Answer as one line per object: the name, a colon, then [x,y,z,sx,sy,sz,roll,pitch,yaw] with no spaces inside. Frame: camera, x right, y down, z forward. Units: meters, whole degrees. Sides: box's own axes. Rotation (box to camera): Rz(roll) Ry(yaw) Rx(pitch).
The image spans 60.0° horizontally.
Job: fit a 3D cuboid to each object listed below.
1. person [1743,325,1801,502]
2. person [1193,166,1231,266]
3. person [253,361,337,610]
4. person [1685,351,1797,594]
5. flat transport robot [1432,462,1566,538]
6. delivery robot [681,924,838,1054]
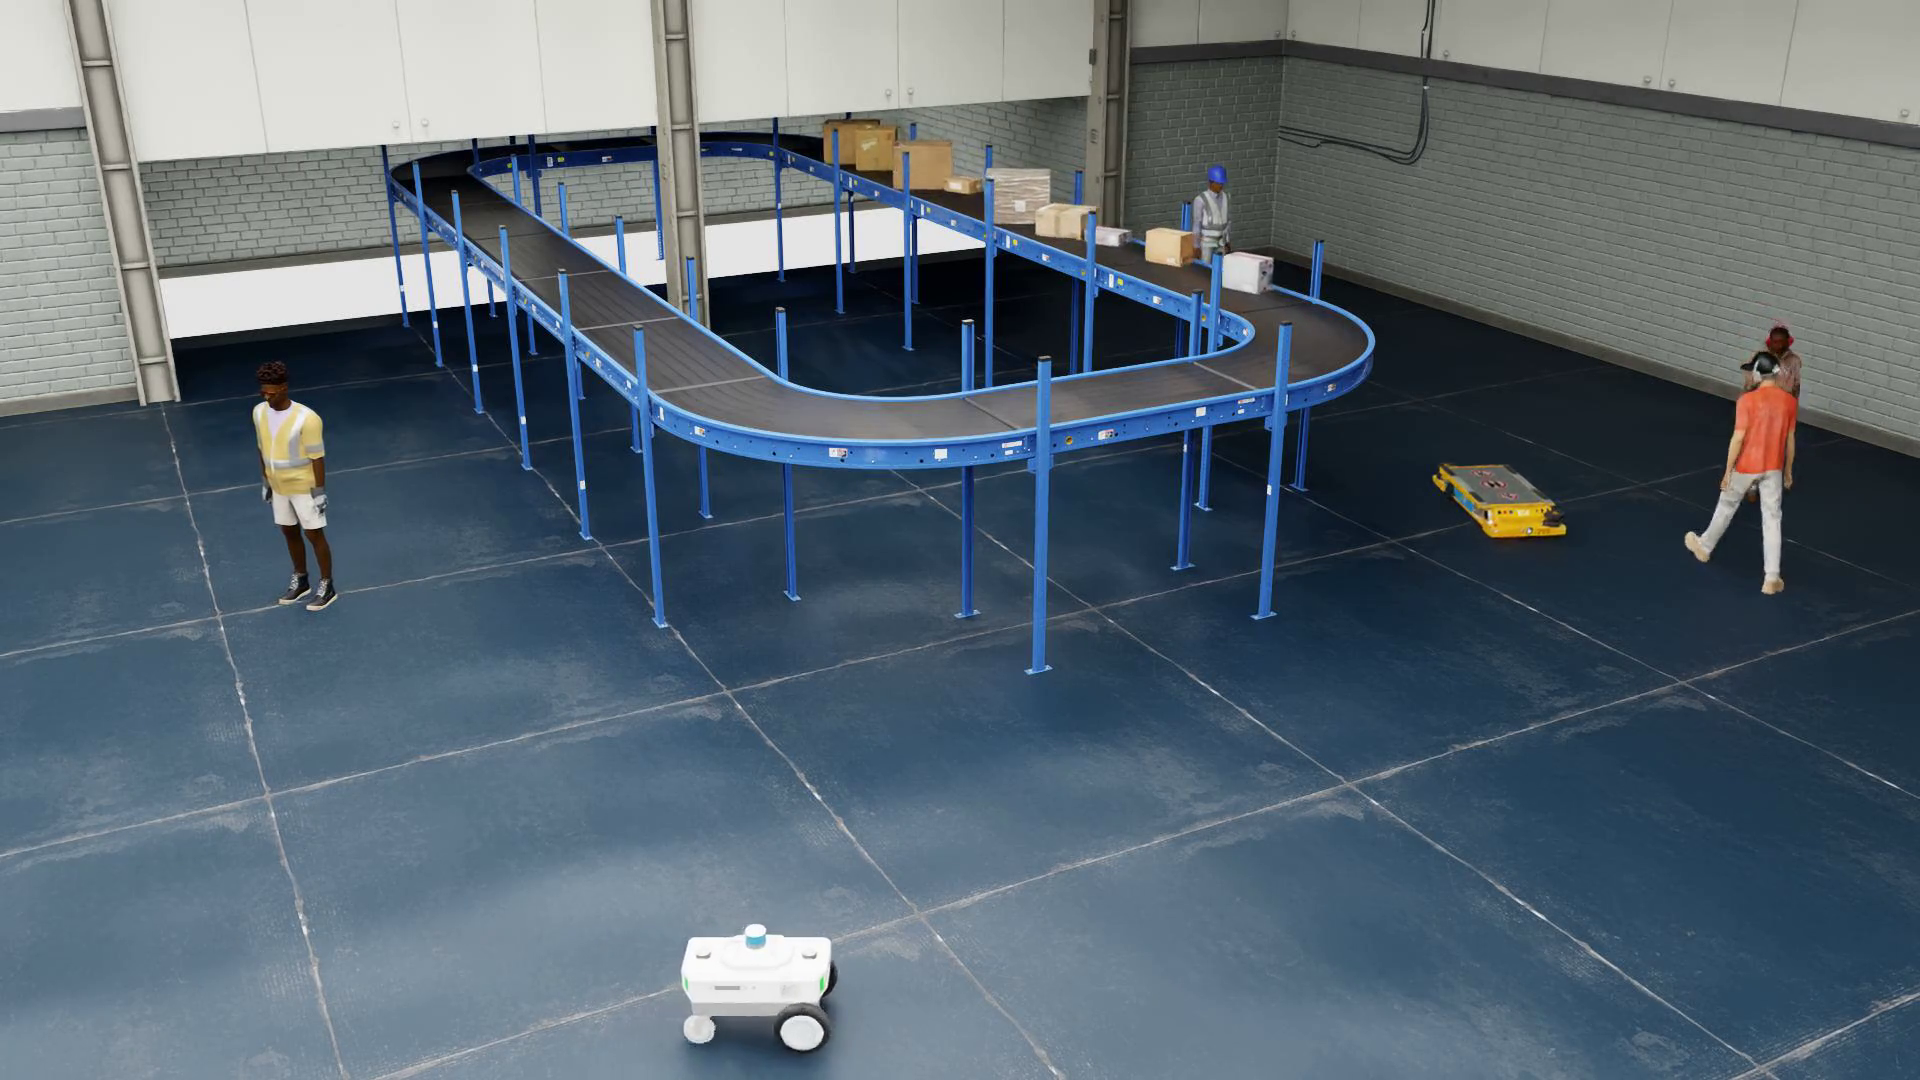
person: [7.195,-1.118,14.804,0.482,1.637,0.388,6,23,14]
person: [3.162,-3.732,20.887,0.616,1.933,0.416,-16,27,-35]
person: [-5.074,-0.421,12.669,0.602,1.958,0.377,9,24,21]
person: [6.312,-0.573,13.195,0.581,1.836,1.031,0,22,-1]
flat transport robot: [4.774,-0.367,14.782,0.659,0.231,1.431,-2,22,-5]
delivery robot: [-0.956,2.171,8.152,0.789,0.612,0.499,0,22,0]
